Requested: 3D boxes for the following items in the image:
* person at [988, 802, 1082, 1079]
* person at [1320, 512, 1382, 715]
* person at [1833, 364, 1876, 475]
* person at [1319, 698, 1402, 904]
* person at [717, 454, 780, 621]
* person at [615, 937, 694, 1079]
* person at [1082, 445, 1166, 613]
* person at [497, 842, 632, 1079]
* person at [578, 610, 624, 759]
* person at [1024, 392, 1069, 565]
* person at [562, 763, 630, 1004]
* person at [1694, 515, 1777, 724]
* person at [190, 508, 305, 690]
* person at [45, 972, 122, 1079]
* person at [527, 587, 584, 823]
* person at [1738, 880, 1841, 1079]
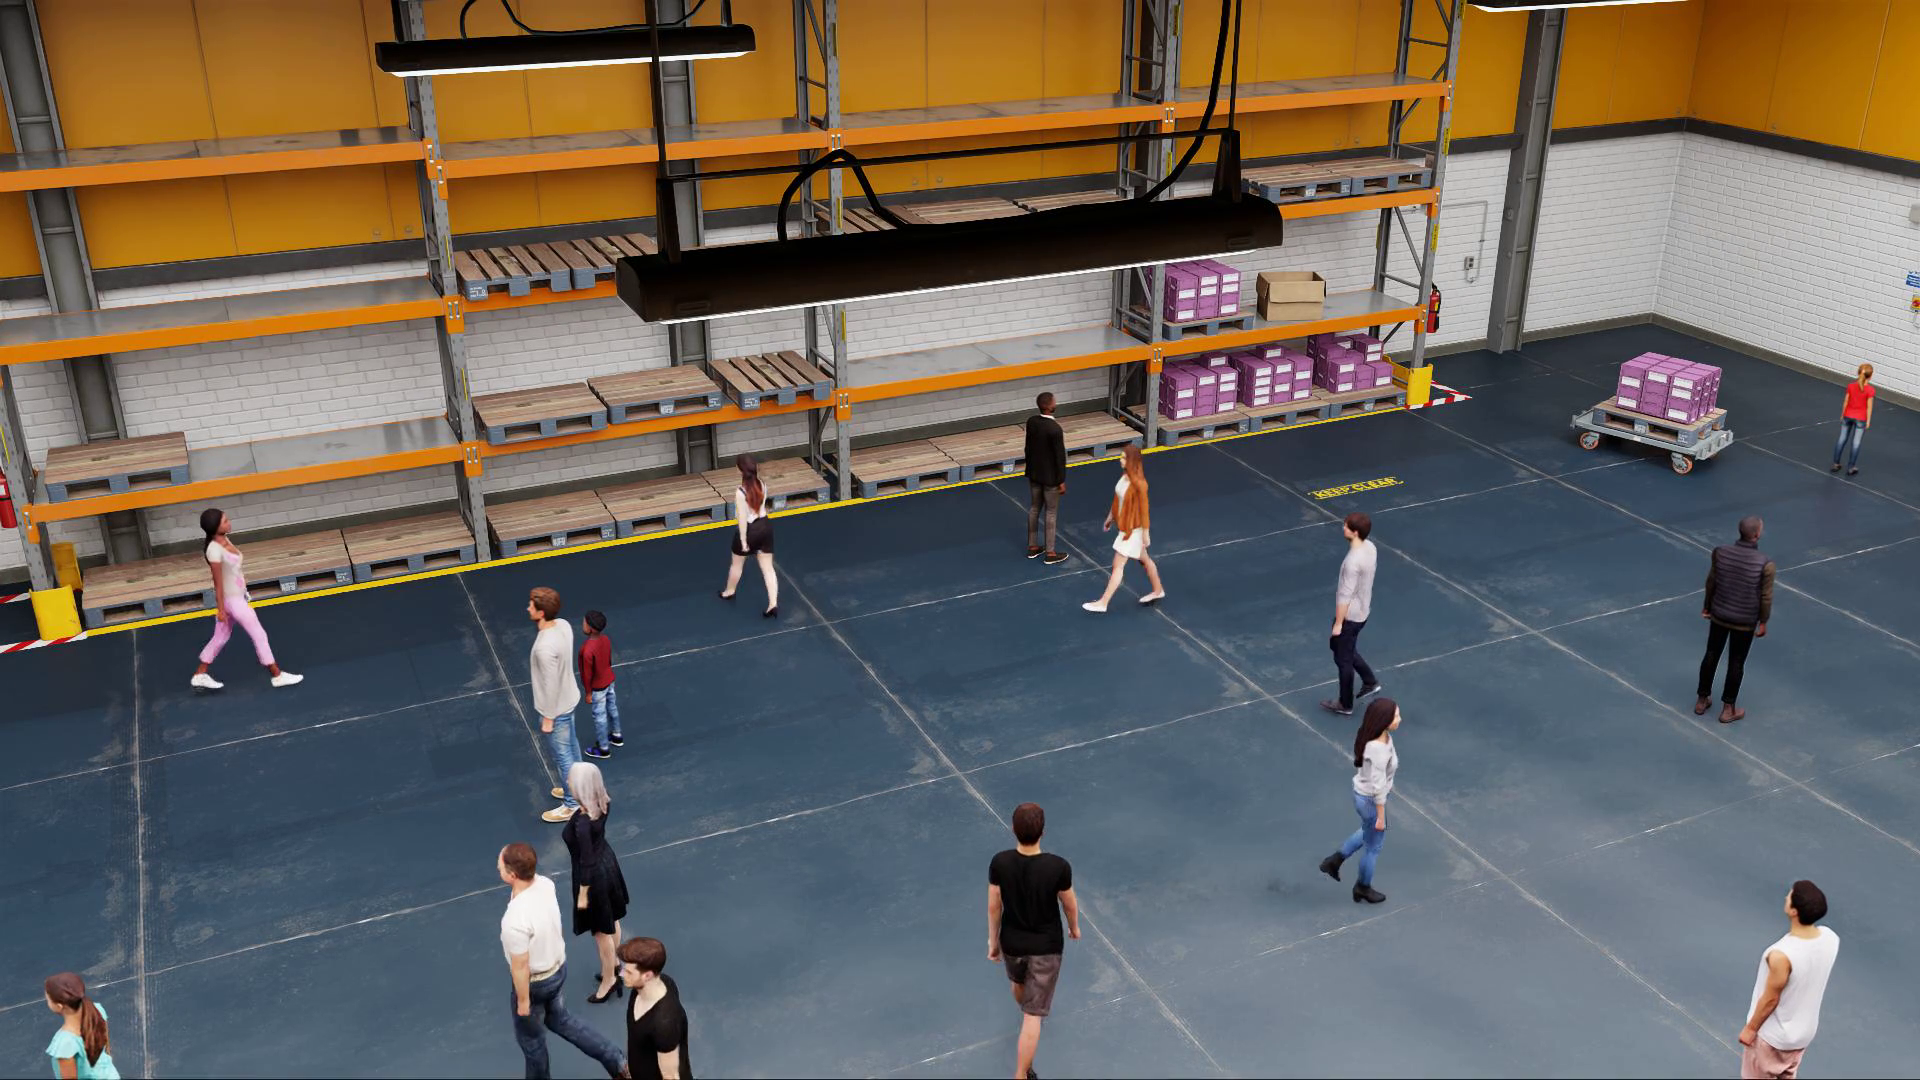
[{"bbox_3d":[0.400,2.451,9.820,1.227,1.810,1.255,7,25,15],"label":"person"},{"bbox_3d":[3.372,0.636,13.943,0.897,1.834,0.834,11,26,23],"label":"person"},{"bbox_3d":[10.378,-1.409,19.277,0.570,1.308,0.531,-19,30,-37],"label":"person"},{"bbox_3d":[2.772,1.806,11.535,0.840,1.619,0.779,1,24,1],"label":"person"},{"bbox_3d":[-1.878,-0.002,15.675,0.910,1.616,1.017,19,30,37],"label":"person"},{"bbox_3d":[-1.490,2.863,8.793,0.928,1.879,0.689,-10,26,-22],"label":"person"},{"bbox_3d":[1.714,-0.108,15.844,1.164,1.674,0.768,-5,24,-12],"label":"person"},{"bbox_3d":[-2.326,2.545,9.572,1.166,1.838,1.051,5,24,12],"label":"person"},{"bbox_3d":[-2.915,1.152,13.489,0.634,1.252,0.575,8,25,17],"label":"person"},{"bbox_3d":[0.863,-0.642,16.911,0.671,1.799,0.721,-20,30,-37],"label":"person"},{"bbox_3d":[-2.318,2.161,10.562,0.717,1.747,0.694,2,24,5],"label":"person"},{"bbox_3d":[6.471,0.645,13.921,0.680,1.835,0.754,-19,30,-36],"label":"person"},{"bbox_3d":[-6.356,0.558,14.293,1.190,1.697,0.724,-6,24,-13],"label":"person"},{"bbox_3d":[-4.655,2.970,8.948,0.702,1.558,0.656,5,24,12],"label":"person"},{"bbox_3d":[-3.019,1.223,12.513,0.754,1.904,0.753,1,24,2],"label":"person"},{"bbox_3d":[4.600,2.693,9.293,0.488,1.789,0.685,-11,26,-23],"label":"person"}]
